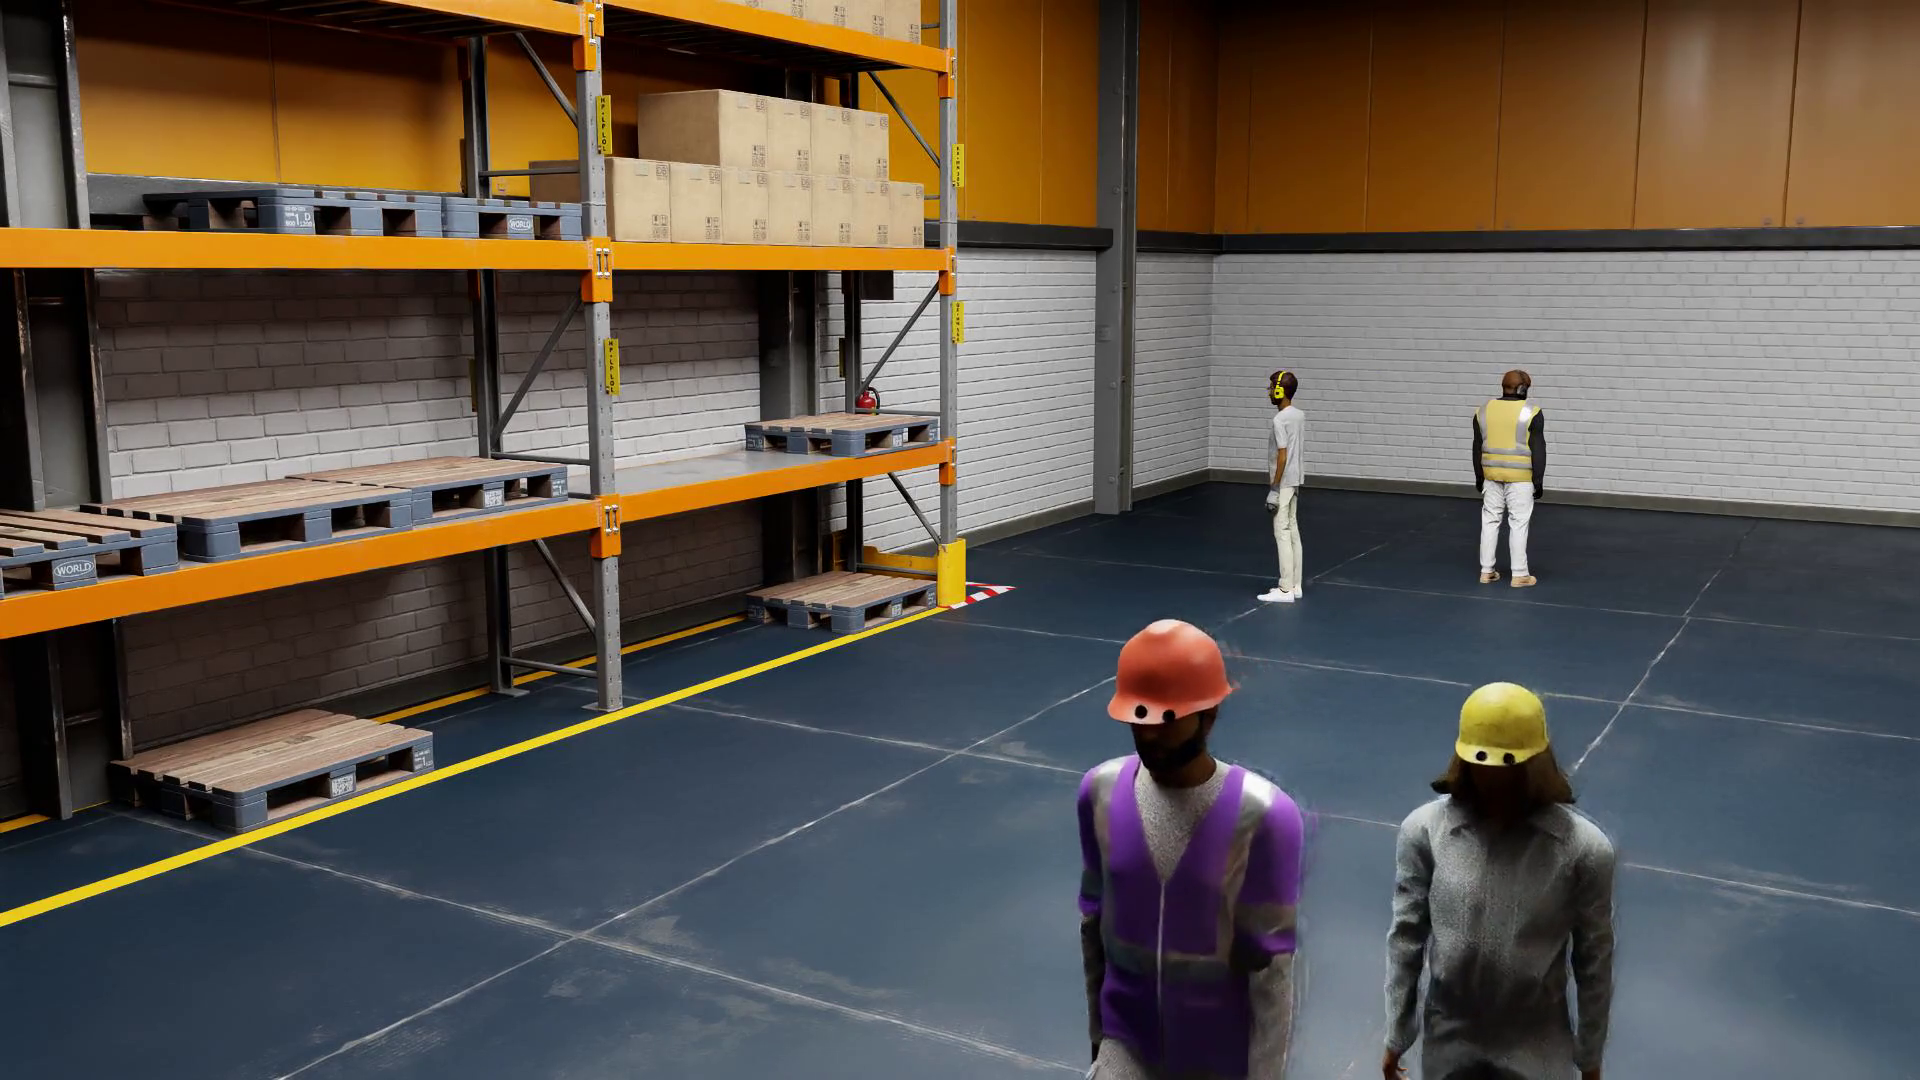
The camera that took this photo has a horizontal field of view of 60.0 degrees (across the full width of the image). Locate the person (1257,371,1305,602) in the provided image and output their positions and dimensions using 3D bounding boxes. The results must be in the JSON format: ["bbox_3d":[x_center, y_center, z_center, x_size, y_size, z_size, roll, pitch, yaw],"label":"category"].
[{"bbox_3d":[2.611,-0.429,13.433,0.313,1.869,0.528,6,11,31],"label":"person"}]

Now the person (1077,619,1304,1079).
[{"bbox_3d":[0.435,1.129,3.607,0.547,1.907,0.842,5,10,27],"label":"person"}]

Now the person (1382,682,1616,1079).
[{"bbox_3d":[1.252,1.170,3.902,0.491,1.727,0.425,5,10,30],"label":"person"}]

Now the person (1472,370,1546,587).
[{"bbox_3d":[4.673,-0.524,14.131,0.637,1.835,0.429,9,13,44],"label":"person"}]
